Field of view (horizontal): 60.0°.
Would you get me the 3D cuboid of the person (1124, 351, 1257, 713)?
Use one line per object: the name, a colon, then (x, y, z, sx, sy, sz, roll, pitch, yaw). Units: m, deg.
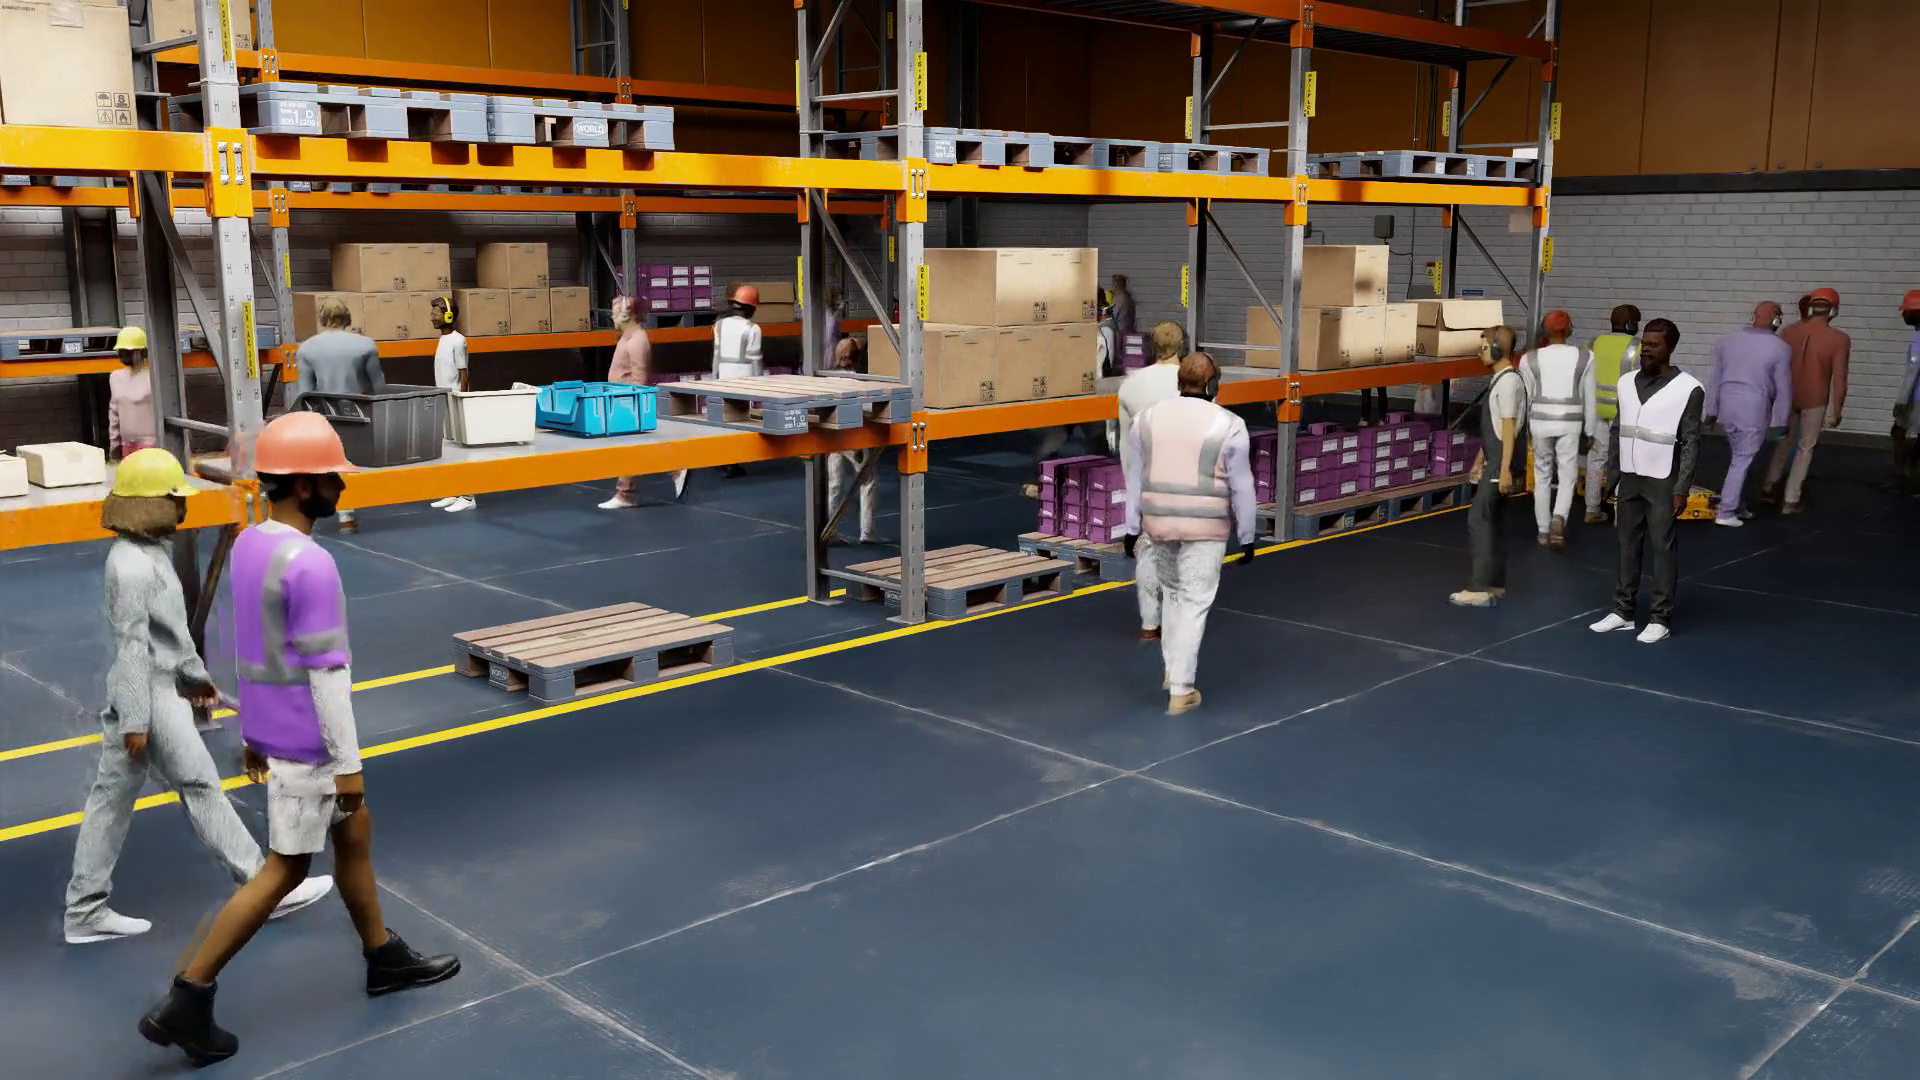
person: (1.221, -0.055, 8.535, 0.664, 1.817, 0.705, 7, 12, 32)

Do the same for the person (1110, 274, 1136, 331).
person: (2.301, -2.809, 23.447, 0.937, 1.871, 0.642, 4, 11, 23)

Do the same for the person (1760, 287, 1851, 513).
person: (7.326, -1.196, 14.389, 0.511, 1.954, 0.649, -8, 13, -38)

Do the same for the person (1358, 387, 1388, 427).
person: (5.098, -2.187, 20.507, 0.535, 1.697, 0.318, -4, 11, -19)

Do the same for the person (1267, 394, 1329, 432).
person: (3.235, -1.350, 15.853, 0.811, 1.736, 0.546, -10, 14, -43)

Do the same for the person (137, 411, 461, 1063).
person: (-2.018, 0.569, 4.944, 0.959, 1.903, 0.559, -9, 14, -40)

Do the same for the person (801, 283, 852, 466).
person: (-1.300, -1.728, 17.443, 0.880, 1.894, 0.617, -5, 11, -24)

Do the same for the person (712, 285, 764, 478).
person: (-2.187, -1.560, 16.495, 0.584, 1.911, 0.440, 6, 12, 28)

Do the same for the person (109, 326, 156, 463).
person: (-6.037, -0.727, 12.401, 0.529, 1.745, 0.700, 4, 11, 22)

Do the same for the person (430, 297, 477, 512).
person: (-4.467, -1.185, 14.573, 0.324, 1.871, 0.526, -8, 13, -36)

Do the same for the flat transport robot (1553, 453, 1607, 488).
flat transport robot: (6.167, -0.655, 16.044, 0.652, 0.197, 1.431, 1, 10, 5)

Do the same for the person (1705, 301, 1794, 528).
person: (6.563, -1.030, 13.735, 0.748, 1.863, 0.665, -5, 12, -26)

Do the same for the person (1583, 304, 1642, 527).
person: (5.467, -1.033, 13.827, 0.429, 1.839, 0.634, -7, 12, -33)

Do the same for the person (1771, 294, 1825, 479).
person: (8.374, -1.523, 16.534, 0.565, 1.830, 0.440, -8, 13, -37)

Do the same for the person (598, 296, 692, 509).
person: (-2.818, -1.213, 14.698, 0.743, 1.880, 0.642, -2, 11, -11)

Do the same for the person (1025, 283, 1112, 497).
person: (1.084, -1.365, 15.085, 1.044, 2.000, 0.715, -4, 11, -22)

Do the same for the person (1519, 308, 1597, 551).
person: (4.555, -0.837, 12.714, 0.587, 1.860, 0.812, 4, 11, 20)

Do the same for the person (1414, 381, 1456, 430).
person: (5.056, -1.623, 17.653, 0.567, 1.627, 0.517, -1, 10, -3)

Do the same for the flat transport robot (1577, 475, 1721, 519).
flat transport robot: (6.073, -0.391, 14.603, 0.652, 0.197, 1.431, -1, 10, -7)

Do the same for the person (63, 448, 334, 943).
person: (-2.676, 0.527, 5.682, 0.890, 1.692, 0.508, -5, 12, -26)

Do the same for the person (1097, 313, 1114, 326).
person: (1.916, -2.531, 22.424, 0.501, 1.678, 0.541, 1, 10, 8)

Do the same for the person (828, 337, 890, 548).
person: (-0.807, -0.747, 12.852, 0.652, 1.620, 0.538, -7, 12, -33)

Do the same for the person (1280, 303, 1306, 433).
person: (4.119, -2.238, 20.076, 0.630, 1.951, 0.506, -6, 12, -30)

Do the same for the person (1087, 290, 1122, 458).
person: (1.512, -1.722, 17.599, 0.404, 1.834, 0.591, 1, 10, 6)

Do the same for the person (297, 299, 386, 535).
person: (-5.051, -1.025, 13.675, 0.653, 1.881, 1.037, -1, 10, -3)

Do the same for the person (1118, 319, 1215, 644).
person: (1.227, -0.335, 9.799, 0.649, 1.918, 0.457, 7, 13, 35)

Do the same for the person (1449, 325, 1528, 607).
person: (3.478, -0.478, 10.856, 0.428, 1.820, 0.586, 3, 11, 18)

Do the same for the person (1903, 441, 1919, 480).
person: (9.405, -1.462, 15.824, 0.623, 1.967, 0.817, -8, 13, -36)

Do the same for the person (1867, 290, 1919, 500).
person: (8.675, -1.319, 15.189, 0.743, 1.904, 0.563, 6, 12, 32)

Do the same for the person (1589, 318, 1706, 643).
person: (4.122, -0.359, 9.928, 0.392, 1.922, 0.592, -6, 12, -30)

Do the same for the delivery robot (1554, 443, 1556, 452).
delivery robot: (5.746, -1.022, 17.014, 0.707, 0.478, 0.477, 9, 14, 41)
